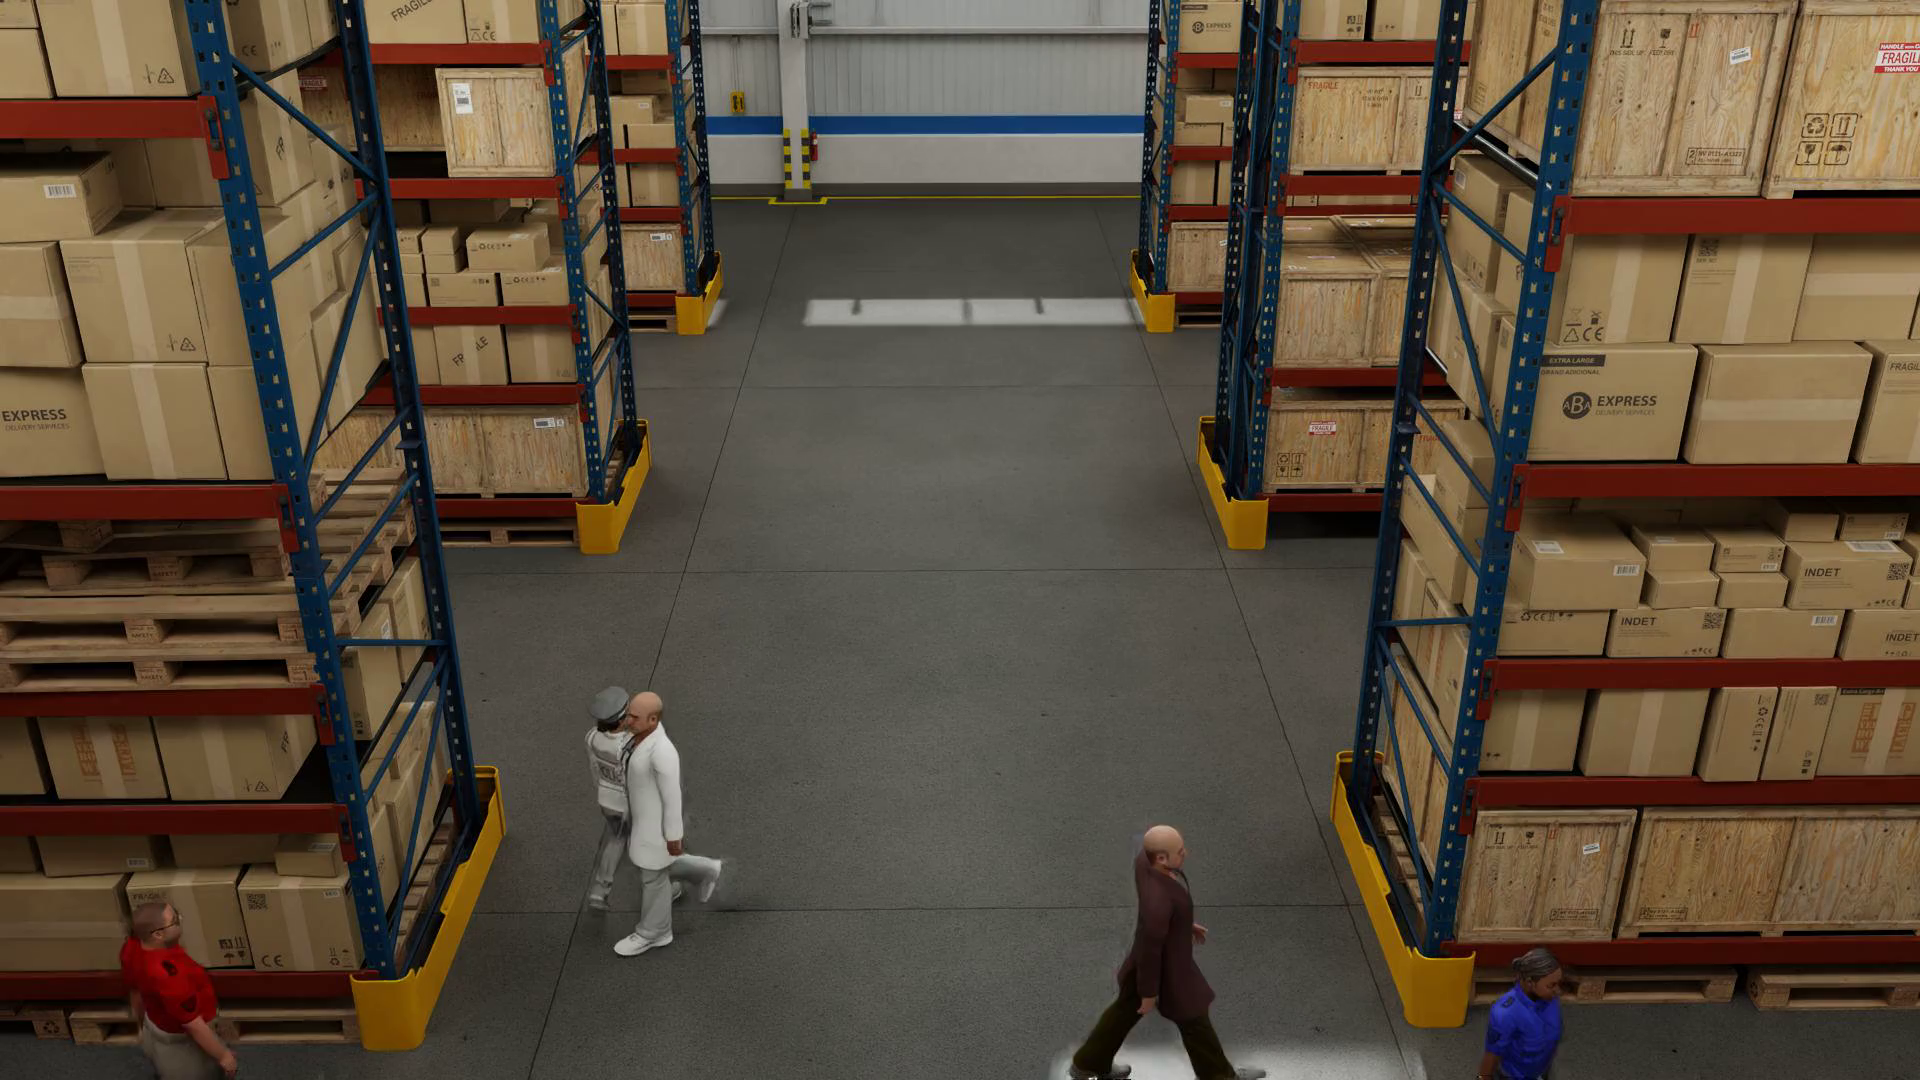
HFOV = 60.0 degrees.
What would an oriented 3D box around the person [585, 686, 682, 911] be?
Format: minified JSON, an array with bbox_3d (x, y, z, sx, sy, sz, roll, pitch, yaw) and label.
[{"bbox_3d":[-2.065,1.642,10.418,0.505,1.687,0.640,12,28,24],"label":"person"}]

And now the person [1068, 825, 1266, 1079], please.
[{"bbox_3d":[1.151,2.270,9.021,1.090,1.740,0.585,-3,25,-5],"label":"person"}]

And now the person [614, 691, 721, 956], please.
[{"bbox_3d":[-1.840,1.698,10.216,0.765,1.776,0.590,-12,27,-23],"label":"person"}]

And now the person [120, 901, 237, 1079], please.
[{"bbox_3d":[-3.923,2.547,8.440,0.589,1.741,0.455,22,33,39],"label":"person"}]

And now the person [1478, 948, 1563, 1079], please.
[{"bbox_3d":[2.802,2.735,8.157,0.460,1.657,0.653,-18,30,-33],"label":"person"}]
